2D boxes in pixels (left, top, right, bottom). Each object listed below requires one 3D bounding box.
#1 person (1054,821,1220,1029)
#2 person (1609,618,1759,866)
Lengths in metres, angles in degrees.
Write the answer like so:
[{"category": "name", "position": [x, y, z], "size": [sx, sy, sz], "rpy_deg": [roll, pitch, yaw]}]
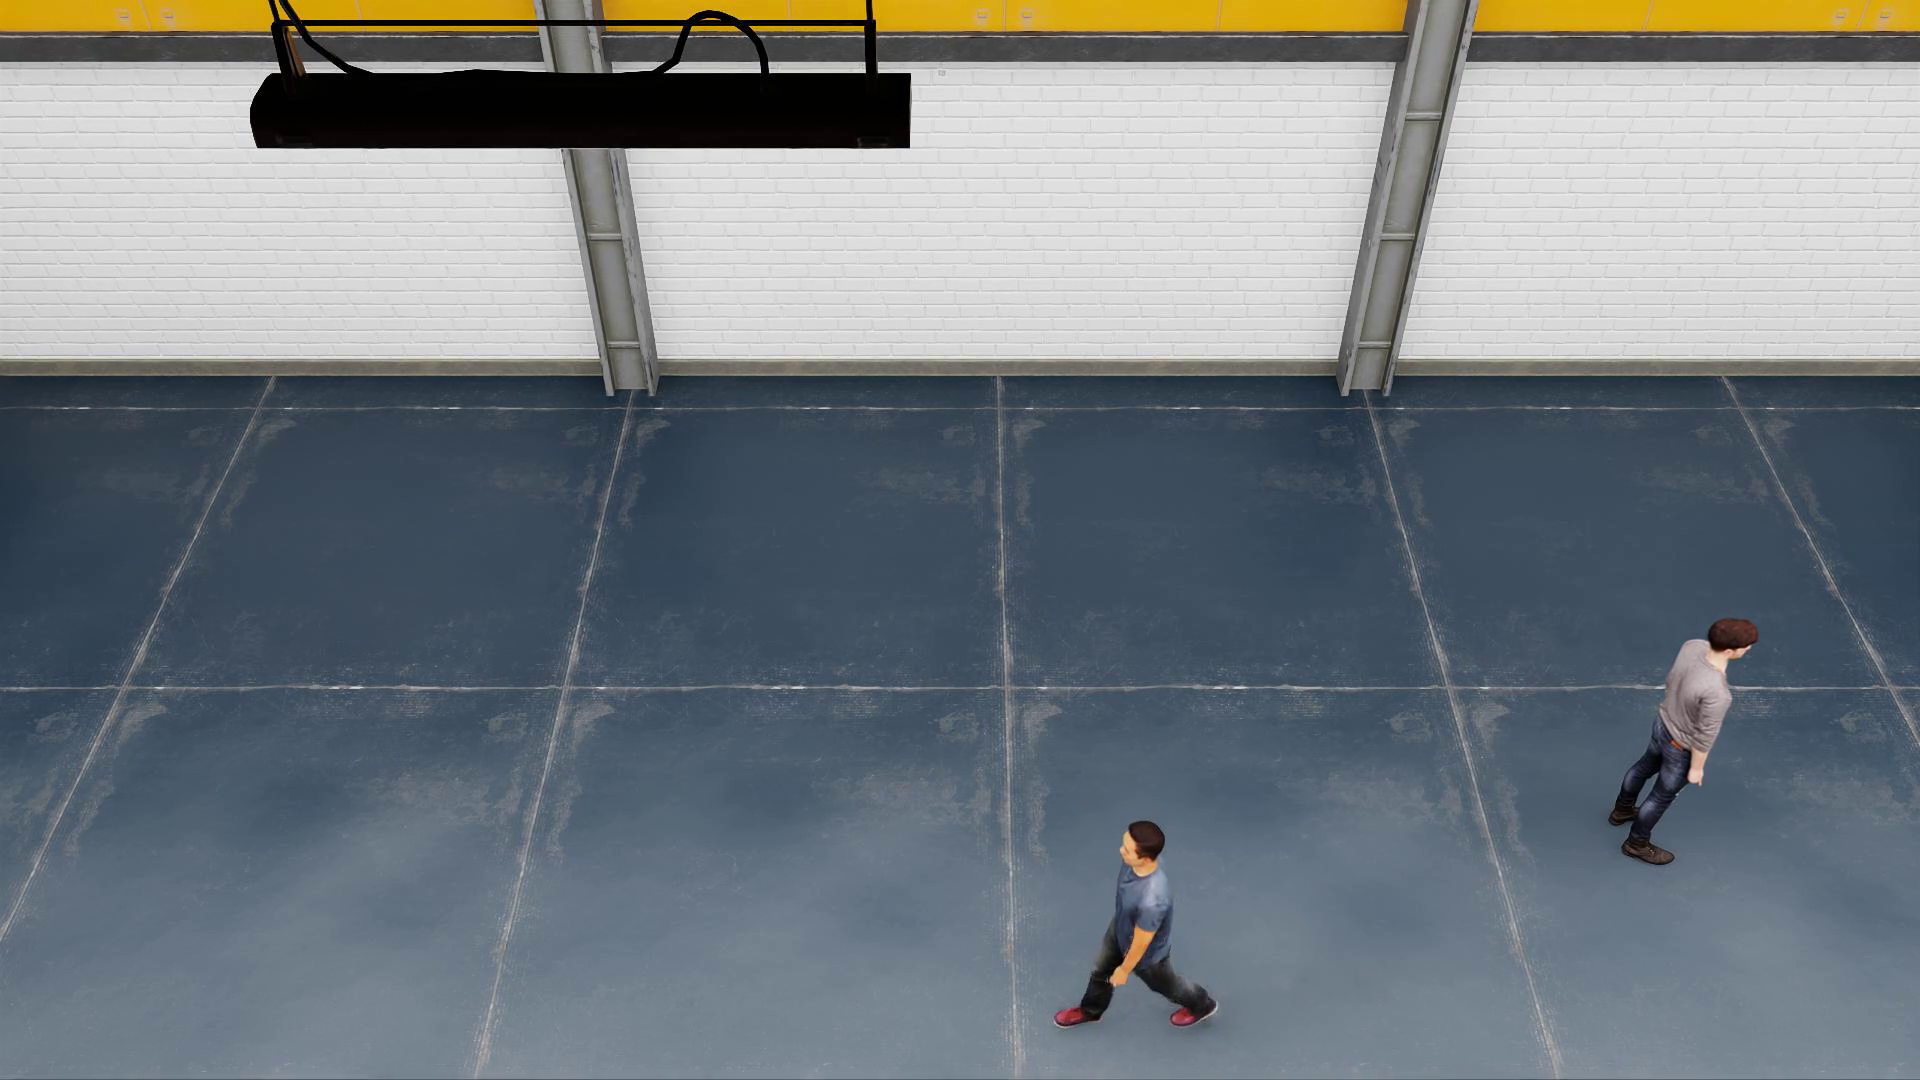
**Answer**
[{"category": "person", "position": [1.064, 2.107, 8.840], "size": [1.204, 1.772, 0.830], "rpy_deg": [-9, 44, -9]}, {"category": "person", "position": [4.219, 1.144, 9.755], "size": [0.528, 1.903, 0.690], "rpy_deg": [0, 44, 0]}]
